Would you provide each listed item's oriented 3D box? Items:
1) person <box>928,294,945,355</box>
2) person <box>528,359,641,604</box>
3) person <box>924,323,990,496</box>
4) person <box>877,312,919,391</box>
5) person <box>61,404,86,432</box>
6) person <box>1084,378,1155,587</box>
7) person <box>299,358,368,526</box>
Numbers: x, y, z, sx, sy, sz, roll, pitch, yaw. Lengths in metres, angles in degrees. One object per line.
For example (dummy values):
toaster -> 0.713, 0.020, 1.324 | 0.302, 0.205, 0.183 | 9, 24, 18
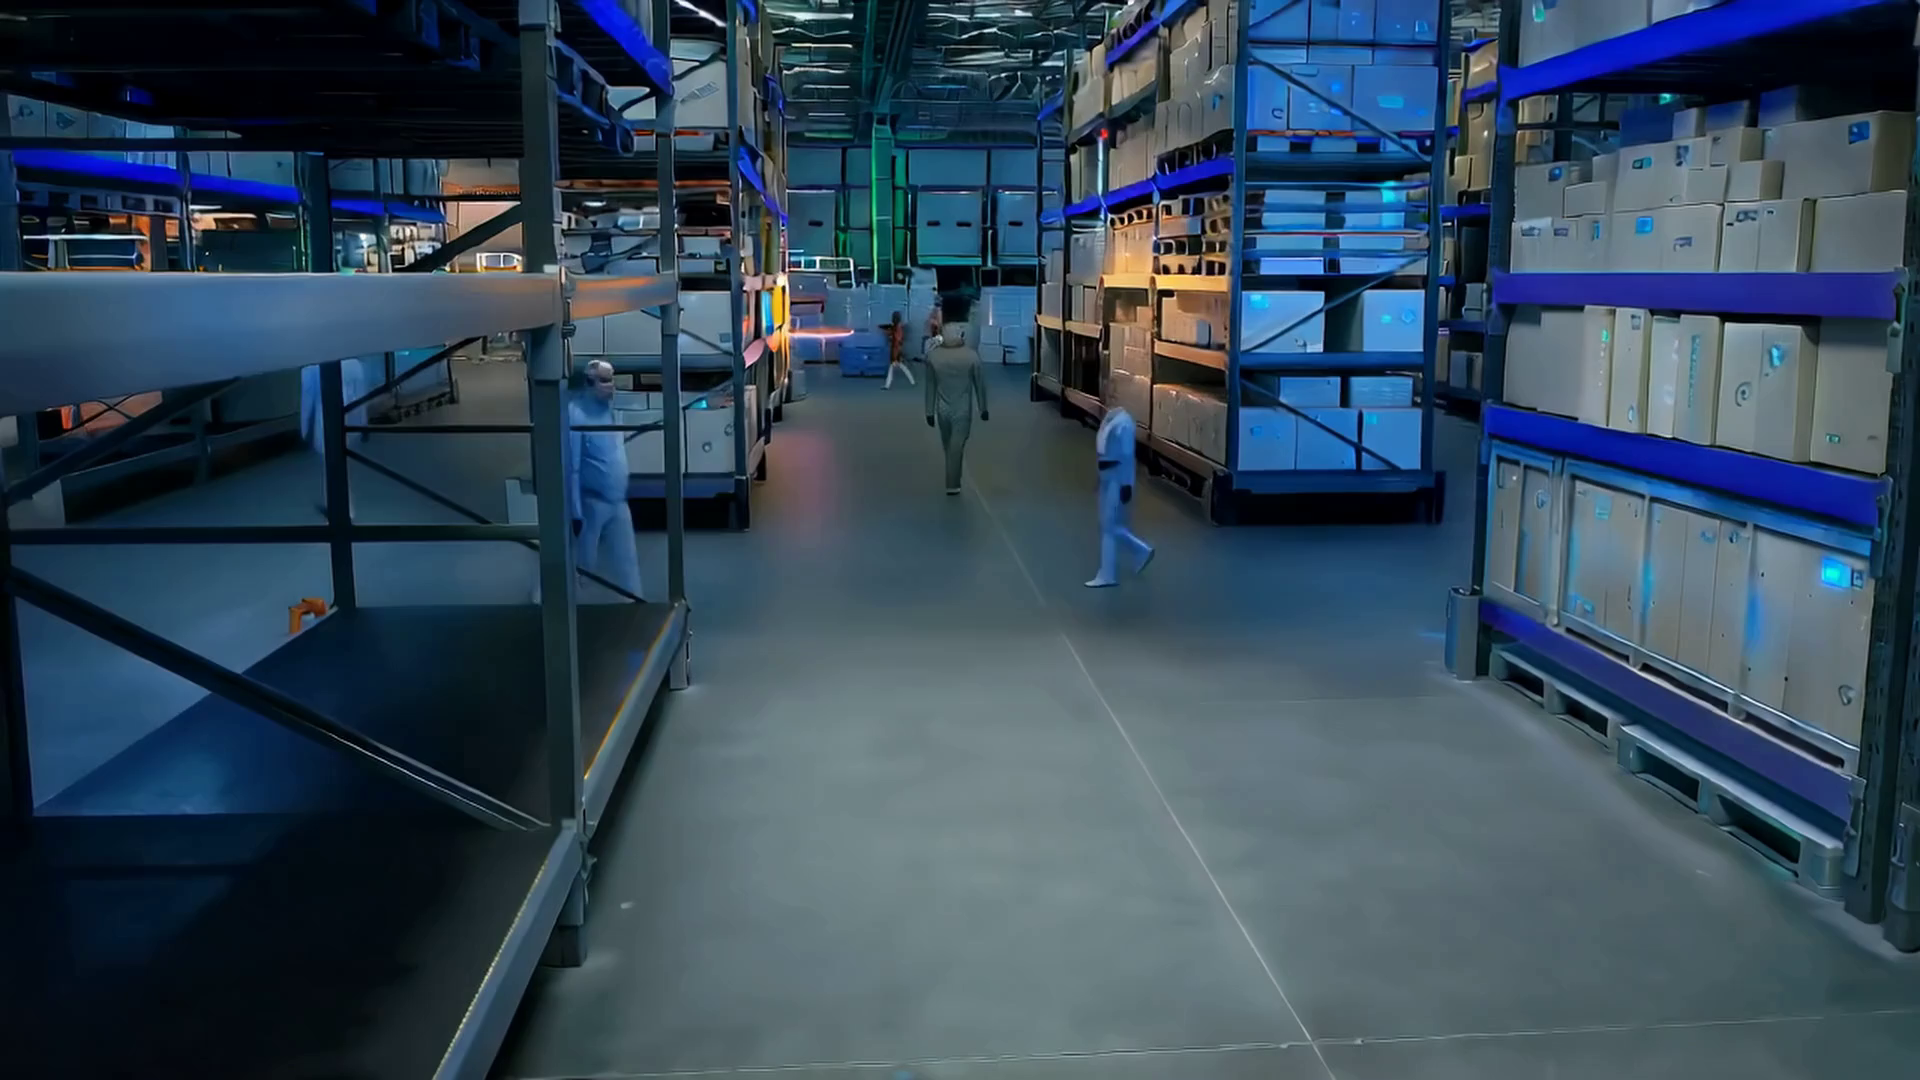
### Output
person -> -0.480, -5.370, 42.884 | 0.888, 1.904, 0.574 | -2, 9, -11
person -> -2.428, -0.243, 10.847 | 0.928, 1.874, 0.647 | 4, 10, 24
person -> -0.012, -1.452, 18.421 | 0.655, 1.863, 0.948 | 3, 10, 21
person -> -1.253, -3.899, 34.452 | 0.863, 1.655, 0.537 | -1, 9, -5
person -> -13.311, -2.405, 24.926 | 0.540, 1.700, 0.316 | 2, 9, 15
person -> 1.236, -0.446, 12.838 | 0.531, 1.624, 0.527 | -2, 9, -12
person -> -6.099, -1.084, 15.967 | 0.854, 1.909, 0.655 | 6, 11, 33
